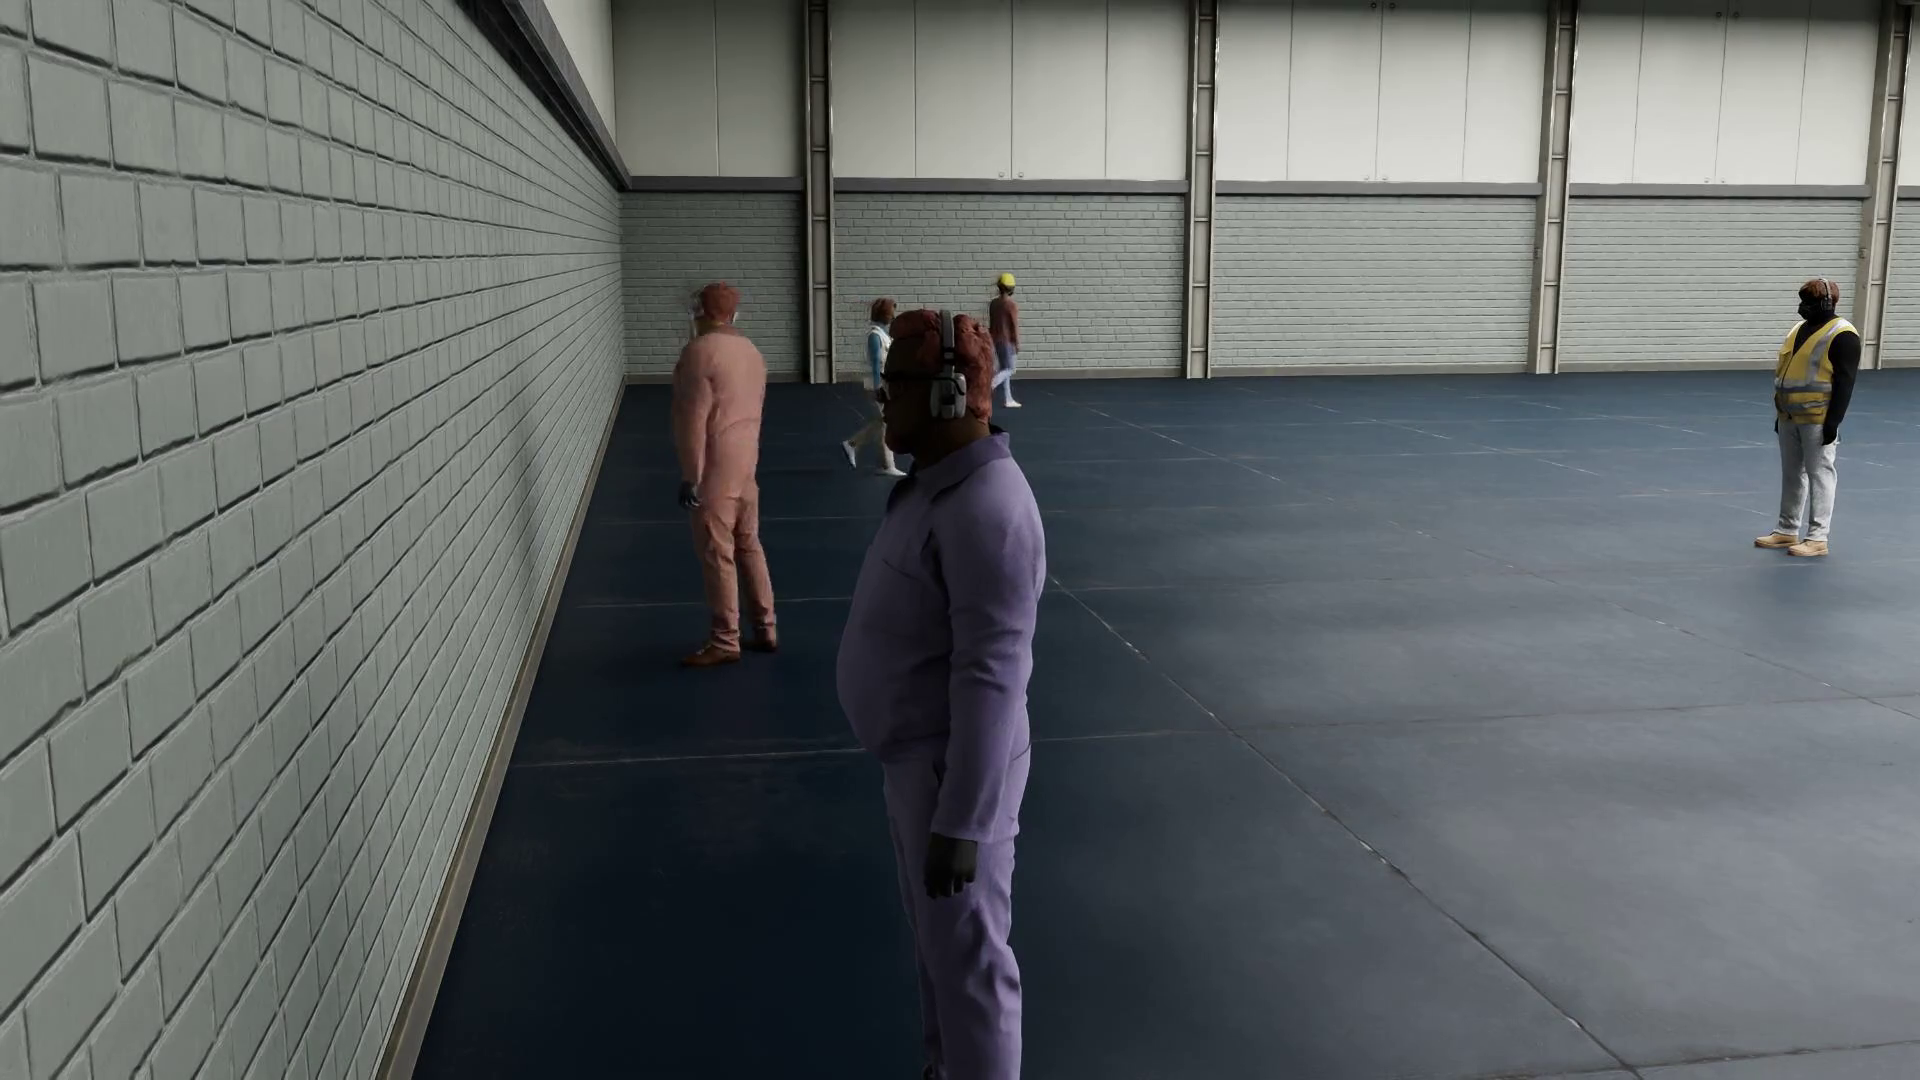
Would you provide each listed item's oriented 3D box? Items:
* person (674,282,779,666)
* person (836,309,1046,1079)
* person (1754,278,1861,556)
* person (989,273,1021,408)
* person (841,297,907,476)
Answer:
[{"bbox_3d":[-1.189,-0.323,8.225,0.418,1.873,0.723,4,11,21],"label":"person"},{"bbox_3d":[-0.048,0.482,3.453,0.410,1.909,0.642,-2,10,-10],"label":"person"},{"bbox_3d":[5.672,-0.818,11.127,0.429,1.844,0.627,-2,10,-10],"label":"person"},{"bbox_3d":[0.533,-2.550,21.351,0.654,1.745,0.537,-8,12,-38],"label":"person"},{"bbox_3d":[-0.776,-1.375,14.995,0.561,1.618,0.523,2,10,9],"label":"person"}]
